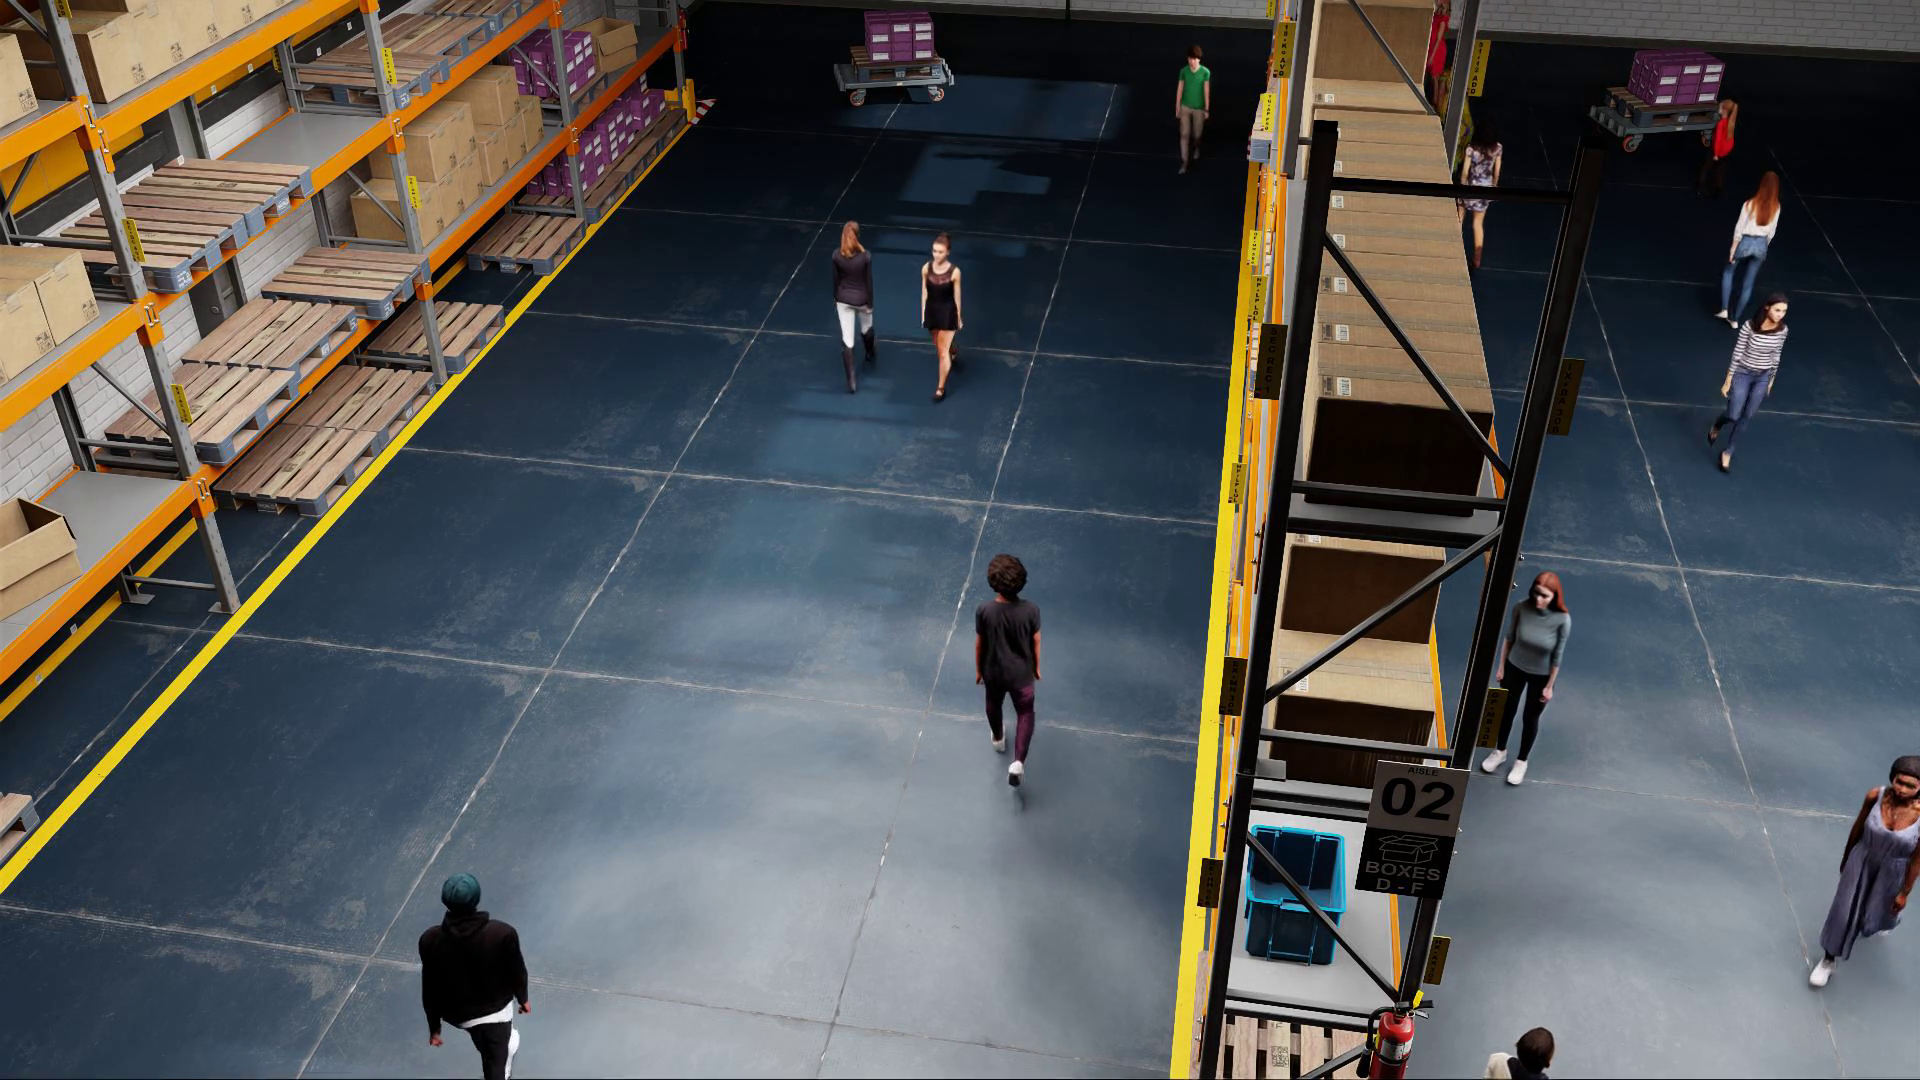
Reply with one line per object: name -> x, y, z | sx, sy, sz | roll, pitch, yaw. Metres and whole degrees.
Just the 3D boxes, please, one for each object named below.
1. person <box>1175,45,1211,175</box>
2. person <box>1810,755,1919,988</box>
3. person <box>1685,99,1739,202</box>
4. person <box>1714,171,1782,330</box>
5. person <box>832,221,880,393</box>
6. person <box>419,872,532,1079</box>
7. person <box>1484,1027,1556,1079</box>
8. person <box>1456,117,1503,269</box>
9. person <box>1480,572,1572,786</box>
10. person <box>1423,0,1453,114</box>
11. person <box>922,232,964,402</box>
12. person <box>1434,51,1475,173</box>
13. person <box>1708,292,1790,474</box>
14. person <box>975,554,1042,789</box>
person -> 3.010, -5.574, 21.416 | 0.660, 1.636, 0.877 | 11, 35, 16
person -> 5.576, 1.965, 10.033 | 1.045, 1.680, 0.912 | -28, 42, -35
person -> 9.464, -4.802, 20.591 | 0.671, 1.264, 0.721 | -25, 41, -33
person -> 8.340, -3.023, 17.506 | 0.574, 1.717, 0.587 | 6, 34, 9
person -> -1.066, -2.266, 16.390 | 0.620, 1.691, 1.088 | 3, 34, 4
person -> -2.612, 2.615, 8.976 | 0.882, 1.769, 1.336 | -2, 34, -3
person -> 2.835, 3.059, 8.593 | 0.654, 1.452, 0.678 | 28, 43, 35
person -> 5.866, -3.885, 18.823 | 0.743, 1.692, 1.163 | 0, 34, 0
person -> 3.942, 0.940, 11.521 | 0.640, 1.741, 0.657 | 23, 40, 30
person -> 6.700, -6.797, 23.185 | 0.767, 1.713, 0.790 | -2, 34, -3
person -> -0.141, -2.253, 16.406 | 0.742, 1.650, 1.081 | 14, 36, 20
person -> 6.258, -5.503, 21.299 | 0.922, 1.647, 0.964 | -6, 34, -9
person -> 7.120, -1.463, 15.101 | 0.674, 1.779, 0.769 | 0, 34, 0
person -> 0.345, 0.910, 11.548 | 0.705, 1.761, 1.061 | 1, 34, 1
